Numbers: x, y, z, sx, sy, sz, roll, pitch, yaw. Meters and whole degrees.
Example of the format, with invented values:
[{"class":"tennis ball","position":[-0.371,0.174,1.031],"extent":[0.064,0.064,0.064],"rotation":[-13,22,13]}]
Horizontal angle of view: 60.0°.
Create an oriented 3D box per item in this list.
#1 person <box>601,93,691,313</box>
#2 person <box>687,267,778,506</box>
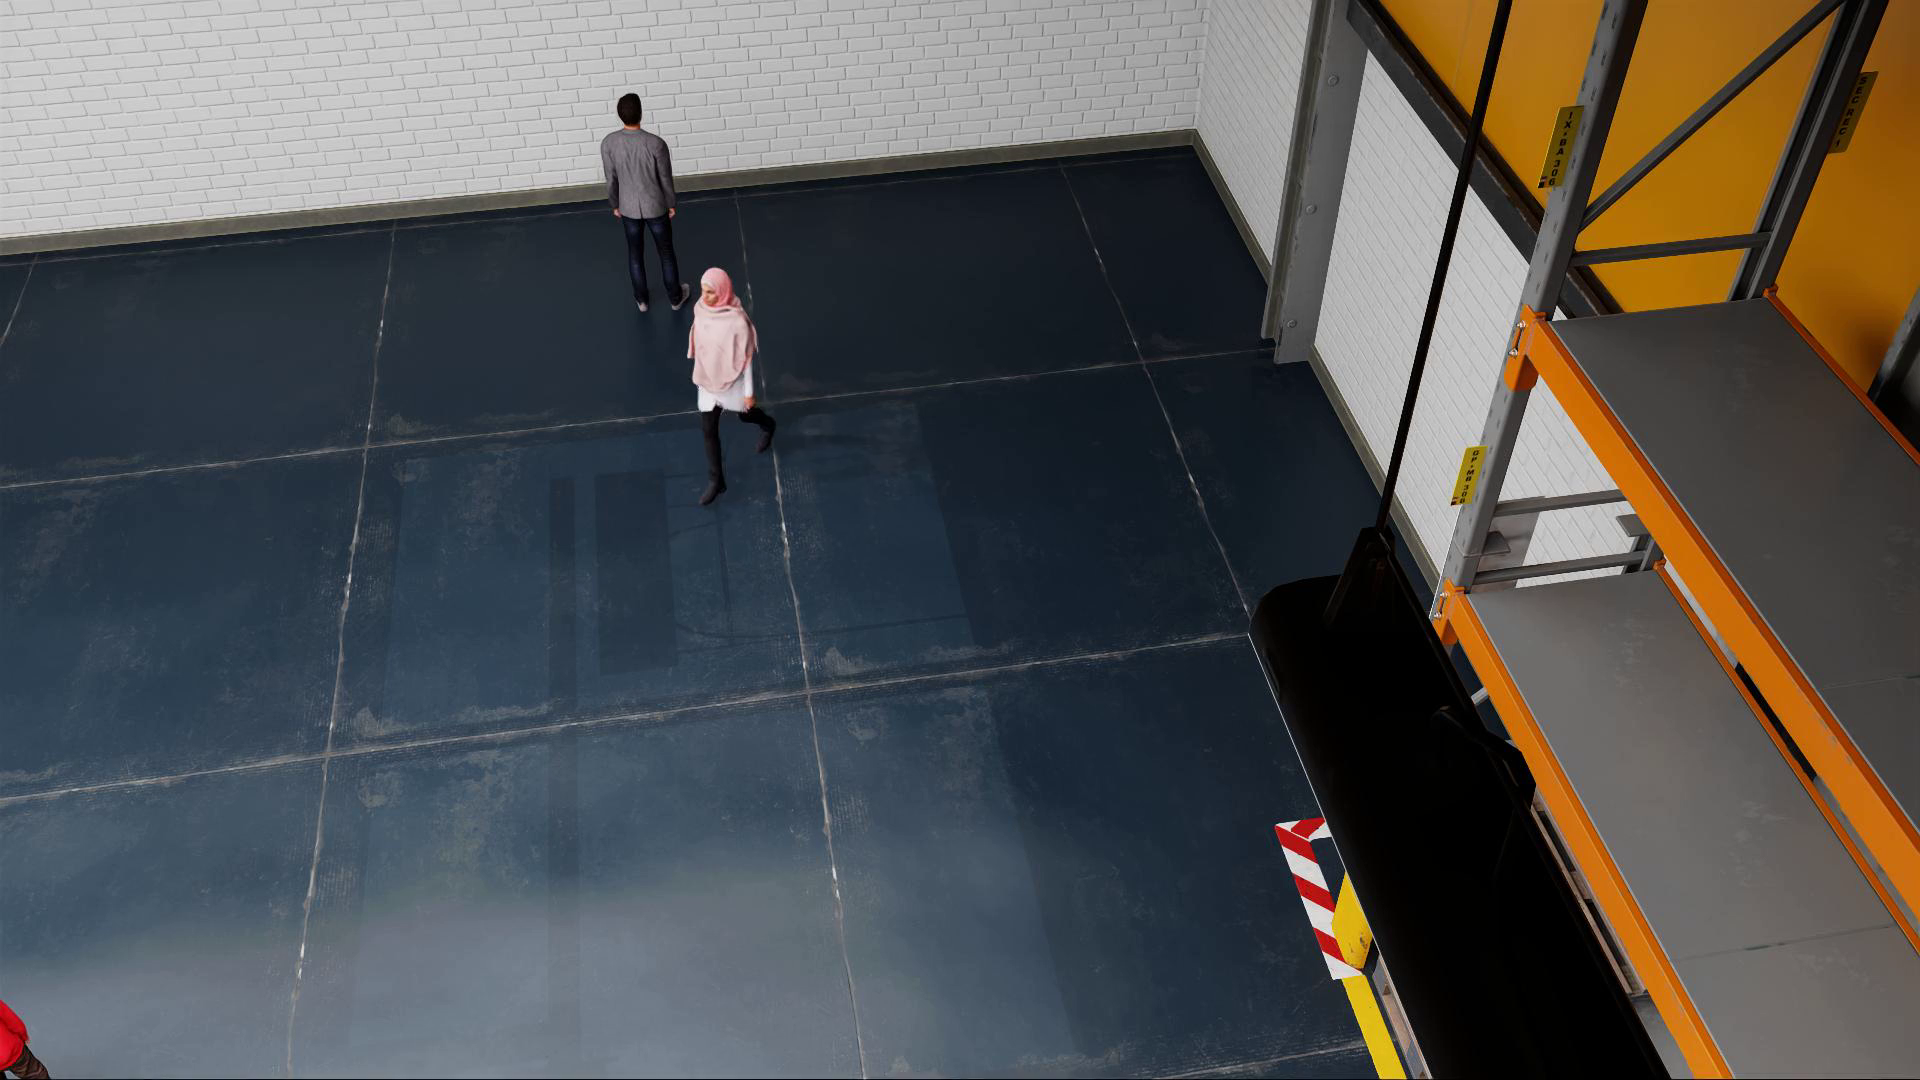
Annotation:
[{"class":"person","position":[-2.502,-2.649,13.160],"extent":[0.724,1.871,0.635],"rotation":[0,44,0]},{"class":"person","position":[-1.578,-1.151,11.665],"extent":[1.094,1.764,1.229],"rotation":[20,47,20]}]
